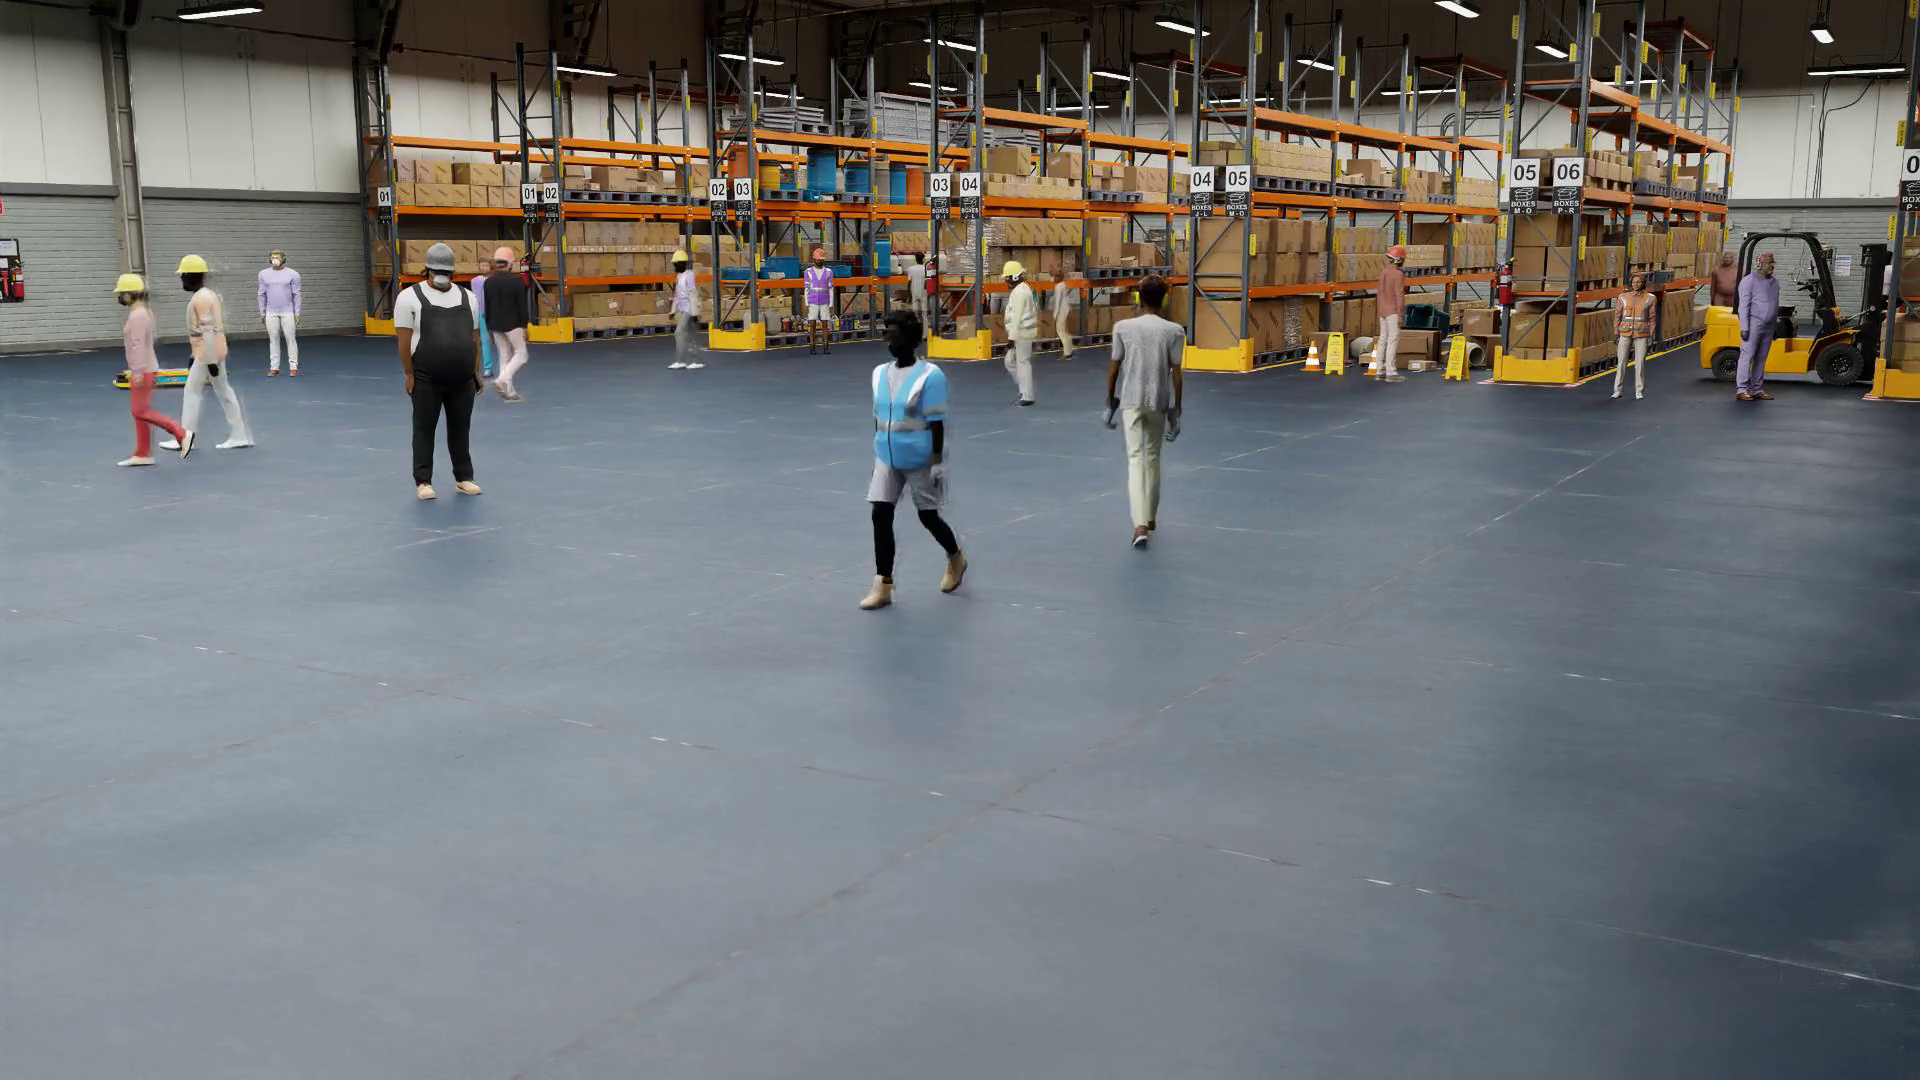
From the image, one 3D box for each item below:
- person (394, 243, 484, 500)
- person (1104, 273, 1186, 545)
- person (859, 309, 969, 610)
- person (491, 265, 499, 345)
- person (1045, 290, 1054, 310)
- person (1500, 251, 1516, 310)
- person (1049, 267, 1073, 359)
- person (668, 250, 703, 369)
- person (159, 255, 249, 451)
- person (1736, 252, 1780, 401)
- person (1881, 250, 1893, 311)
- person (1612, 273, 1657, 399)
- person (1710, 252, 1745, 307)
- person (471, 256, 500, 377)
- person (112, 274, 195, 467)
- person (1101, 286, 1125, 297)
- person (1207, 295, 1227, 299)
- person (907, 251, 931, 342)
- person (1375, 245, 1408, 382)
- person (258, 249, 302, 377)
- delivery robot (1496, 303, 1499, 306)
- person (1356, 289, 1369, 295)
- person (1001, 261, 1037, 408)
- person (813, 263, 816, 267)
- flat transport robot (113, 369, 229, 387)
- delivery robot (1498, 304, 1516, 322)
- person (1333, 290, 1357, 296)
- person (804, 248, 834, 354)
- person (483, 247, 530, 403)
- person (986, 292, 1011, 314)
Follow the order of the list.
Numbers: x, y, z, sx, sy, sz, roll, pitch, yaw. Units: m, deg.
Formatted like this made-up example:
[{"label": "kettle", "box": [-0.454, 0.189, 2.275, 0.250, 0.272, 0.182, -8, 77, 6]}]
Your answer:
[{"label": "person", "box": [-4.101, -1.351, 13.256, 0.675, 2.000, 0.537, -8, 13, -38]}, {"label": "person", "box": [1.255, -0.892, 11.317, 0.527, 1.832, 0.966, 0, 10, 2]}, {"label": "person", "box": [-0.256, -0.470, 9.363, 0.532, 1.665, 0.793, 7, 12, 35]}, {"label": "person", "box": [-9.080, -4.634, 32.866, 0.505, 1.613, 0.676, -5, 11, -26]}, {"label": "person", "box": [2.010, -5.485, 37.121, 0.581, 1.800, 0.917, 9, 13, 40]}, {"label": "person", "box": [13.420, -6.184, 40.772, 0.548, 1.885, 0.616, -3, 11, -17]}, {"label": "person", "box": [1.755, -3.942, 28.963, 0.424, 1.605, 0.521, 2, 10, 11]}, {"label": "person", "box": [-4.491, -3.692, 26.774, 0.778, 1.901, 0.604, -4, 11, -22]}, {"label": "person", "box": [-7.445, -1.812, 16.220, 0.892, 1.894, 0.588, -3, 10, -14]}, {"label": "person", "box": [10.319, -2.746, 21.445, 0.638, 1.909, 0.408, -5, 11, -26]}, {"label": "person", "box": [19.593, -5.207, 35.349, 0.603, 1.879, 0.995, 7, 12, 36]}, {"label": "person", "box": [8.794, -2.658, 21.696, 0.514, 1.642, 0.310, 5, 11, 28]}, {"label": "person", "box": [15.700, -4.960, 34.040, 0.658, 1.851, 1.043, 5, 11, 28]}, {"label": "person", "box": [-7.113, -3.391, 25.270, 0.588, 1.827, 0.521, 0, 10, 2]}, {"label": "person", "box": [-7.366, -1.537, 15.088, 0.578, 1.750, 0.538, -5, 11, -25]}, {"label": "person", "box": [3.583, -5.961, 39.128, 0.637, 2.015, 0.869, 9, 14, 43]}, {"label": "person", "box": [5.438, -5.146, 35.299, 0.524, 1.763, 0.324, 7, 12, 33]}, {"label": "person", "box": [-0.824, -4.985, 34.103, 0.532, 1.866, 0.311, 2, 10, 11]}, {"label": "person", "box": [6.356, -3.322, 24.426, 0.395, 1.993, 0.614, -3, 10, -15]}, {"label": "person", "box": [-10.307, -3.437, 25.230, 0.632, 1.940, 0.372, -1, 10, -7]}, {"label": "delivery robot", "box": [13.226, -5.592, 40.910, 0.477, 0.478, 0.707, -1, 10, -6]}, {"label": "person", "box": [9.481, -5.889, 39.083, 0.548, 1.899, 0.923, 9, 13, 41]}, {"label": "person", "box": [0.722, -2.529, 20.513, 0.461, 1.800, 0.654, 0, 10, 2]}, {"label": "person", "box": [-3.077, -5.224, 36.083, 0.500, 1.636, 0.280, 4, 11, 22]}, {"label": "flat transport robot", "box": [-11.189, -2.307, 23.569, 1.431, 0.197, 0.652, -6, 12, -30]}, {"label": "delivery robot", "box": [13.095, -5.489, 40.331, 0.707, 0.478, 0.477, -1, 10, -8]}, {"label": "person", "box": [8.400, -5.262, 36.318, 0.509, 1.629, 0.315, 3, 11, 16]}, {"label": "person", "box": [-2.565, -4.336, 30.310, 0.540, 1.930, 0.386, -1, 10, -8]}, {"label": "person", "box": [-5.742, -2.699, 20.972, 0.641, 1.977, 0.592, 4, 11, 22]}, {"label": "person", "box": [0.817, -4.819, 33.017, 0.625, 1.931, 0.376, 0, 10, 3]}]
